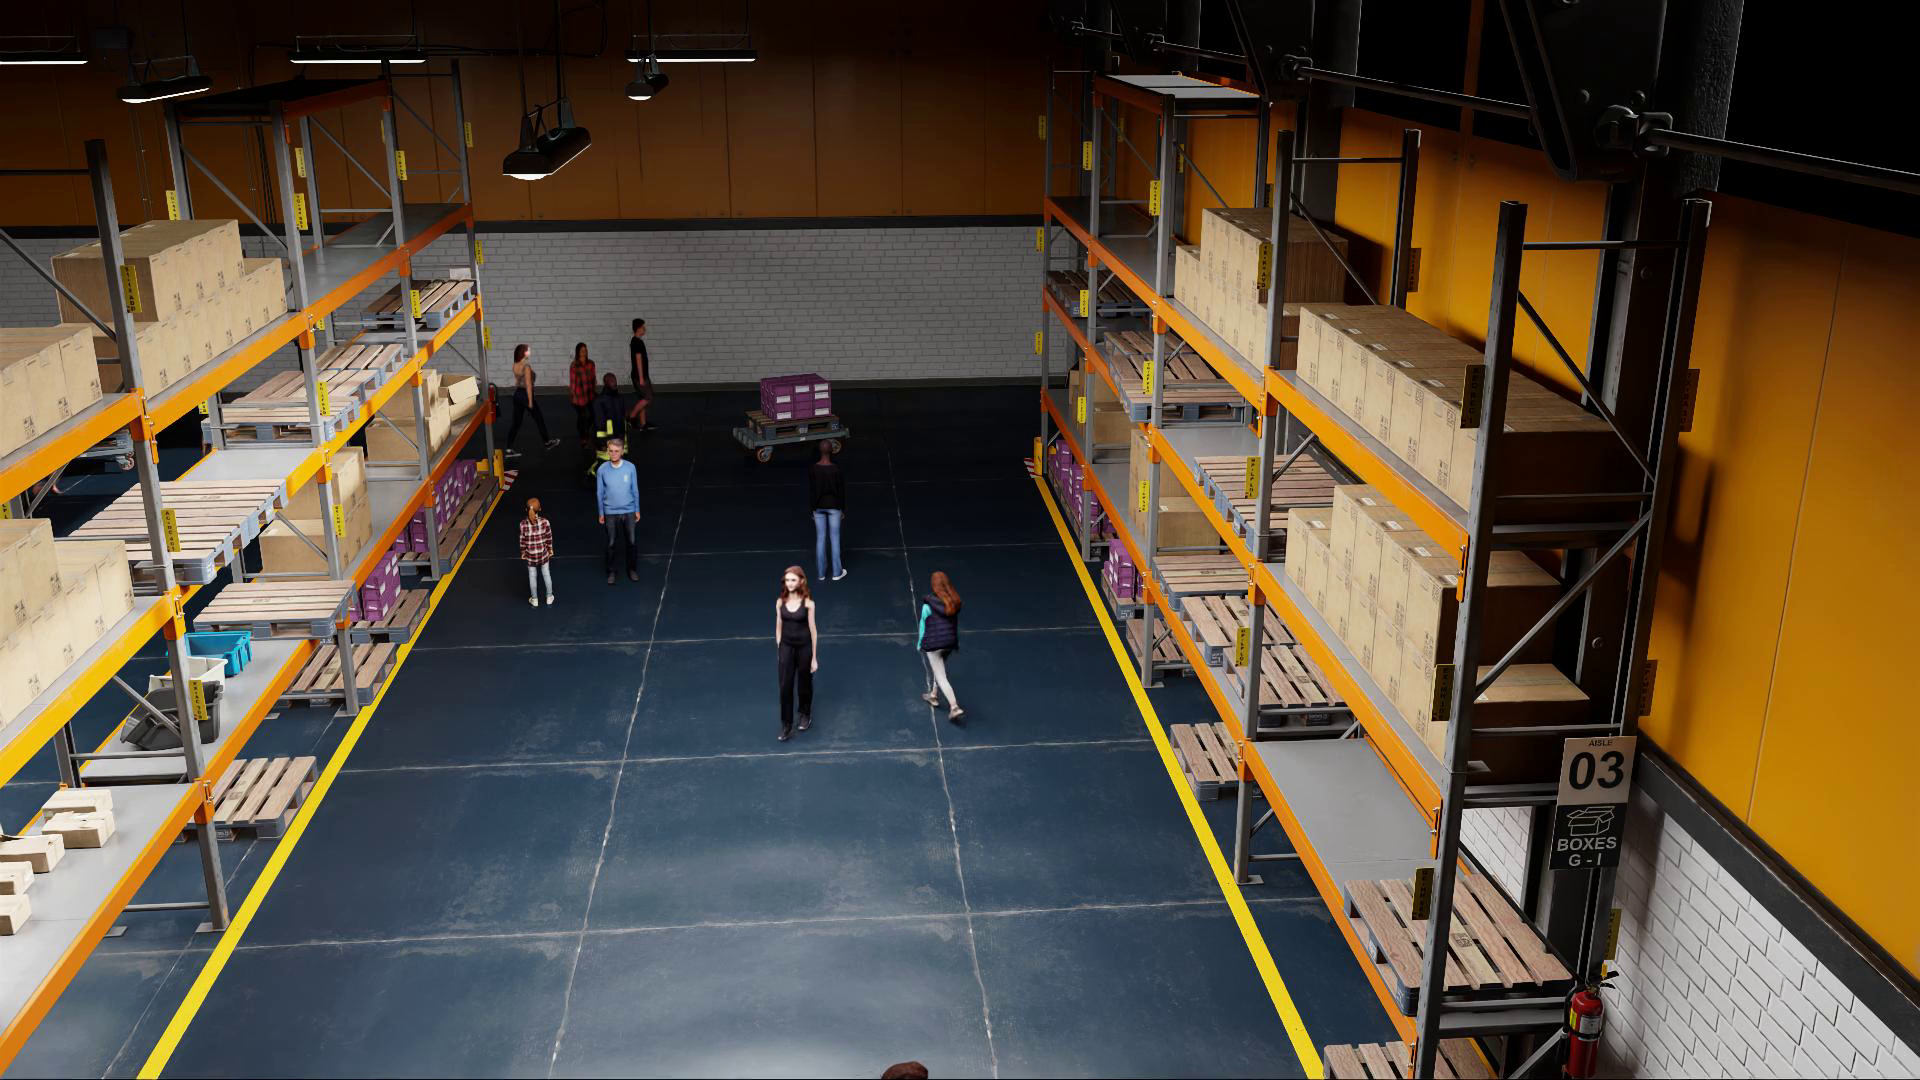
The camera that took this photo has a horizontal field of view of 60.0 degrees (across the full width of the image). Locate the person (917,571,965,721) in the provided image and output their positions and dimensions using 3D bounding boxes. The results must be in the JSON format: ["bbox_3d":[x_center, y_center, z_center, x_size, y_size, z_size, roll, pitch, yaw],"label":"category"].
[{"bbox_3d":[-0.159,1.067,16.467,0.882,1.469,1.044,-14,23,-36],"label":"person"}]

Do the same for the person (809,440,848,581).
[{"bbox_3d":[-1.618,-0.370,20.295,0.651,1.749,0.622,4,19,10],"label":"person"}]

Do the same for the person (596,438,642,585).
[{"bbox_3d":[-4.136,-0.375,20.210,0.698,1.812,0.619,-5,19,-15],"label":"person"}]

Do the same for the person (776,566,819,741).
[{"bbox_3d":[-1.540,1.036,16.161,0.710,1.724,0.894,2,19,6],"label":"person"}]

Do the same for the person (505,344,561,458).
[{"bbox_3d":[-6.749,-2.080,25.441,1.168,1.706,1.249,15,24,37],"label":"person"}]

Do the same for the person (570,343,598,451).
[{"bbox_3d":[-5.913,-2.251,25.970,0.775,1.693,0.833,-14,23,-36],"label":"person"}]

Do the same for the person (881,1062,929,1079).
[{"bbox_3d":[-0.327,3.515,8.554,0.806,1.880,0.645,-6,20,-17],"label":"person"}]

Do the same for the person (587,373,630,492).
[{"bbox_3d":[-4.990,-1.474,23.487,1.237,1.804,1.159,16,24,39],"label":"person"}]

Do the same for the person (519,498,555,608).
[{"bbox_3d":[-4.964,0.132,19.500,0.590,1.305,0.589,-7,20,-20],"label":"person"}]

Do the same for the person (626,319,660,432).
[{"bbox_3d":[-5.254,-2.661,26.930,0.806,1.856,0.760,-4,19,-11],"label":"person"}]

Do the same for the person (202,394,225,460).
[{"bbox_3d":[-9.977,-1.182,22.681,0.696,1.765,0.815,5,19,14],"label":"person"}]
